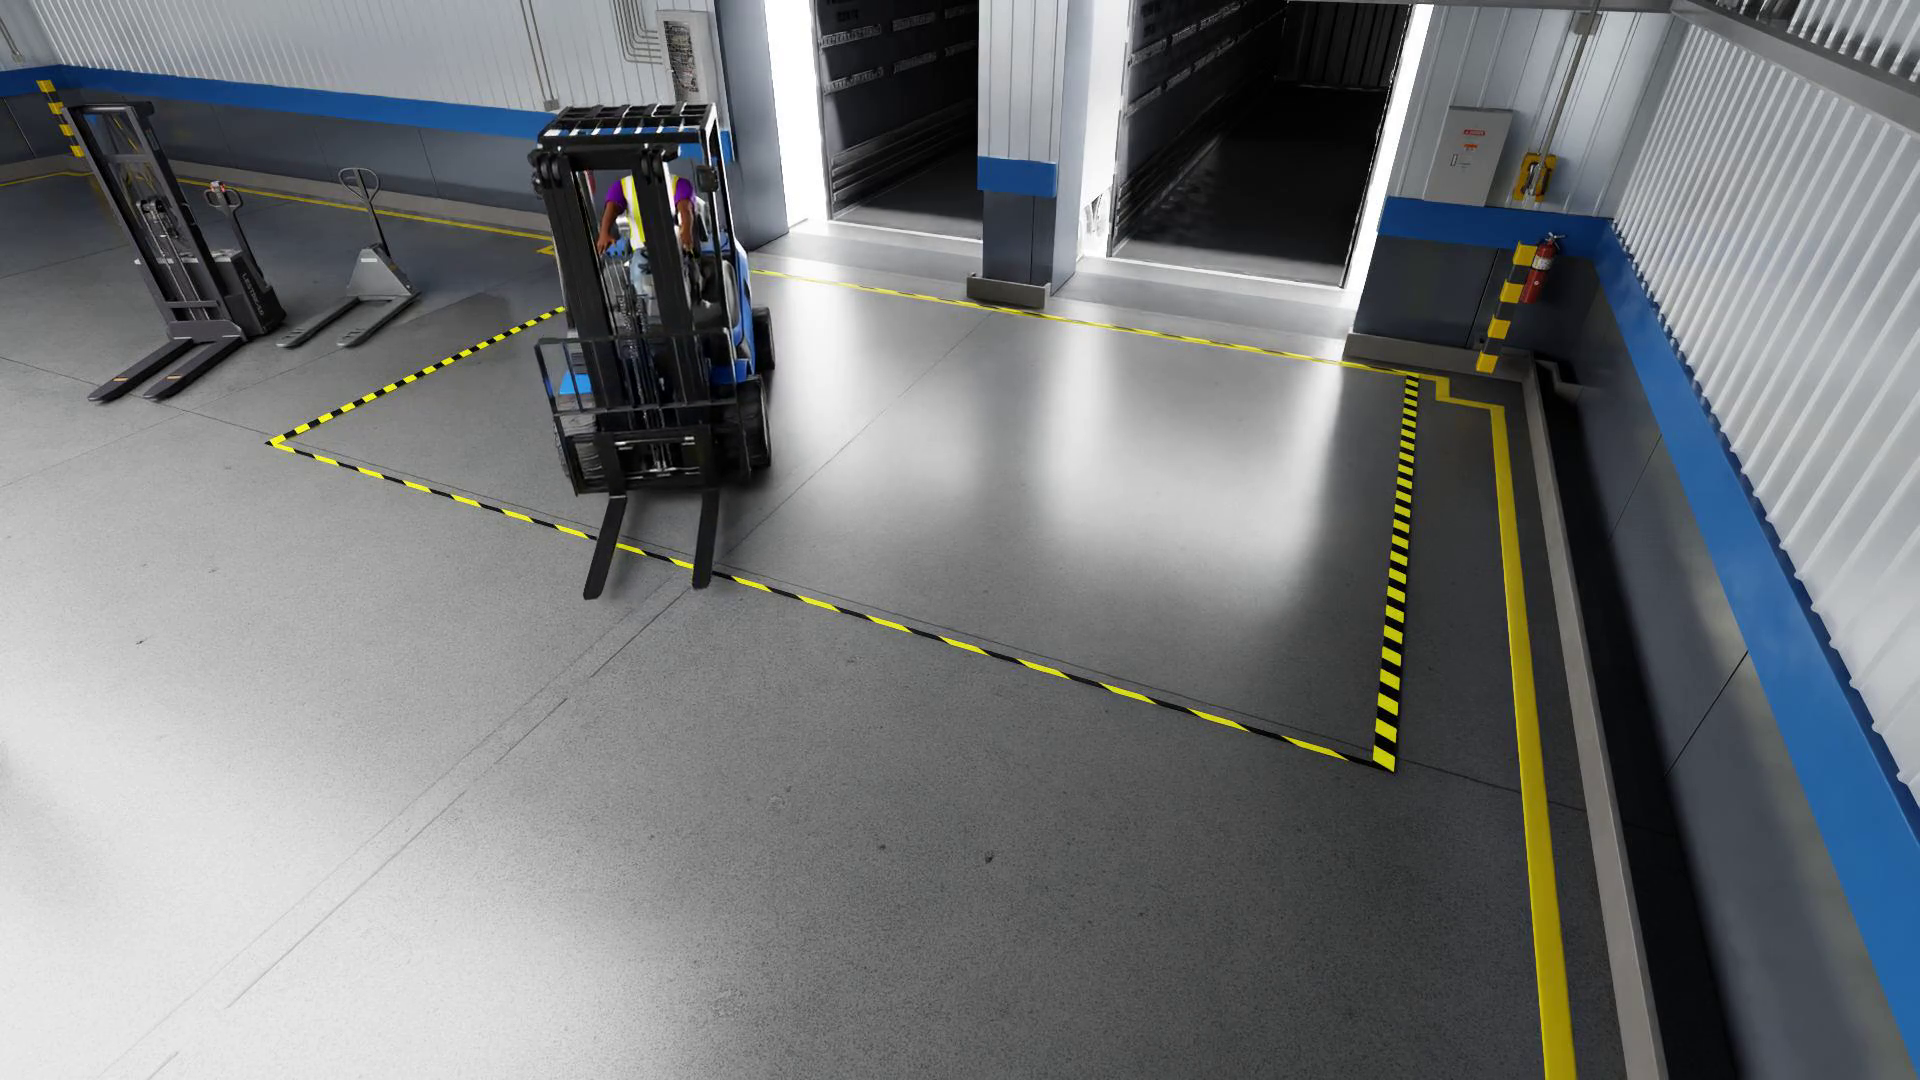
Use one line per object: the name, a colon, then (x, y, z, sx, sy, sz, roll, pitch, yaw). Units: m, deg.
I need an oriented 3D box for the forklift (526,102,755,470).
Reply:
forklift: (-2.116, -1.890, 6.414, 1.157, 2.036, 2.680, -5, 35, -7)

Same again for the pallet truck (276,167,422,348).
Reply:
pallet truck: (-5.732, -2.611, 8.414, 0.680, 1.201, 1.601, -1, 35, -1)

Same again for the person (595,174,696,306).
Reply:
person: (-2.117, -2.009, 6.257, 0.630, 1.294, 1.004, -5, 35, -7)

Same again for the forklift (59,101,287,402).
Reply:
forklift: (-6.686, -2.387, 7.434, 0.823, 1.965, 1.885, -3, 35, -5)
